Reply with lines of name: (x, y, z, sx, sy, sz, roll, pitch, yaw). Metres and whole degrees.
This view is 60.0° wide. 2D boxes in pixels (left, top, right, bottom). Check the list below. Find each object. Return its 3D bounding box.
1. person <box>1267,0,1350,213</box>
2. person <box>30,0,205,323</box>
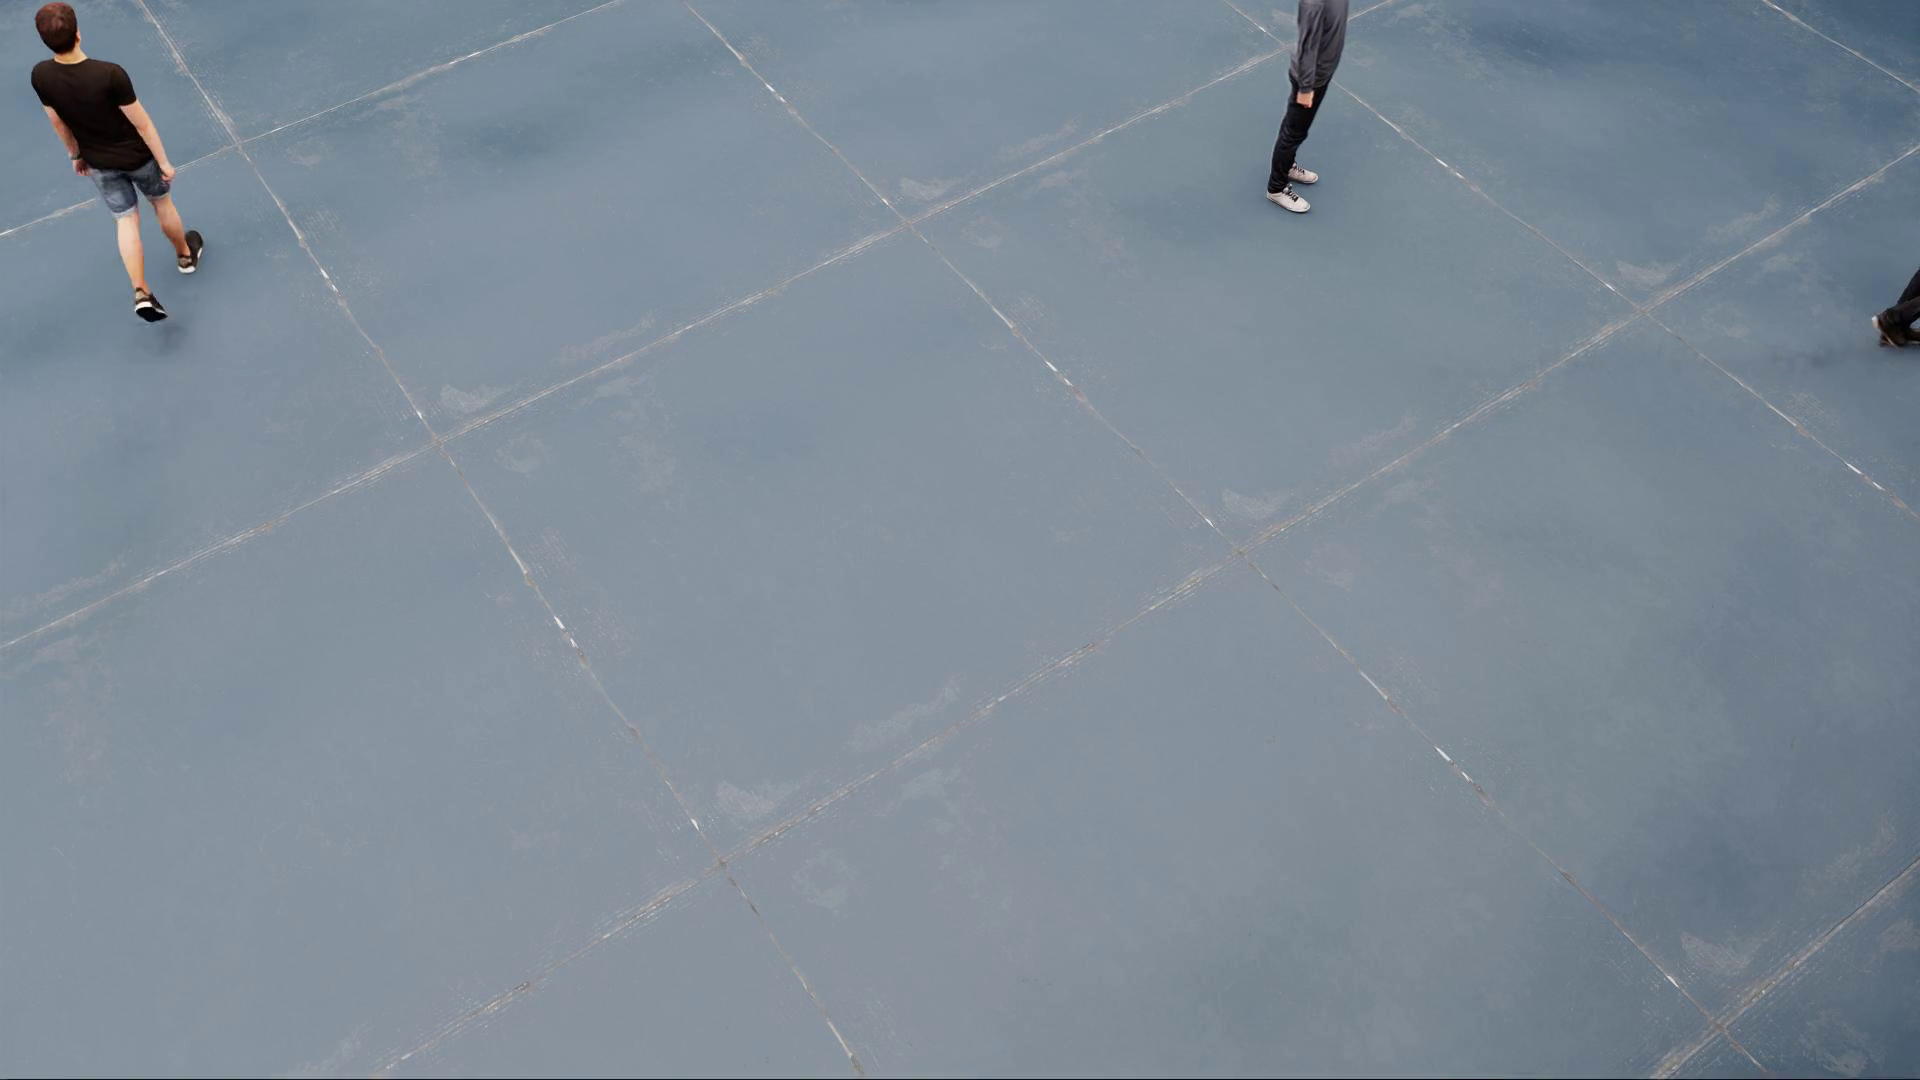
person: (1.984, -2.673, 9.369, 0.715, 1.760, 0.696, 16, 54, 12)
person: (-4.464, -1.961, 8.777, 0.999, 1.824, 1.212, -5, 52, -4)
